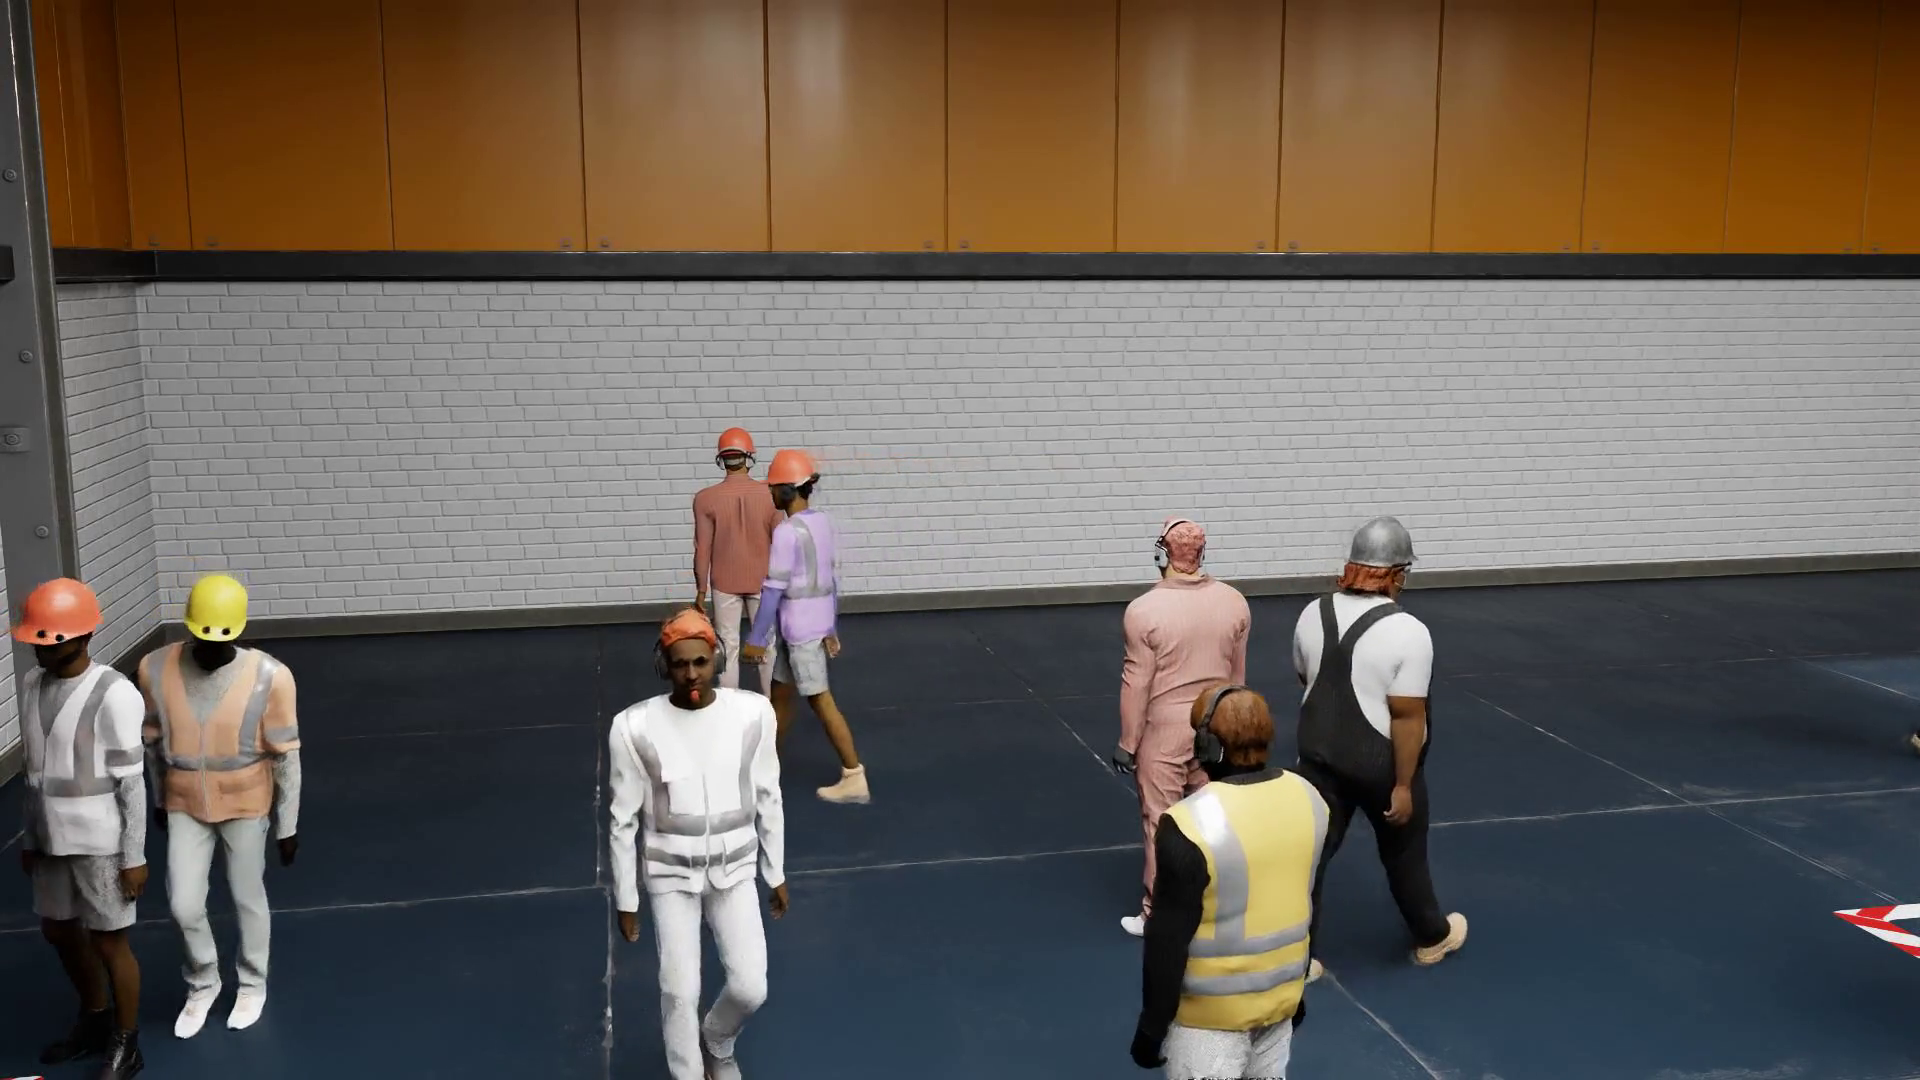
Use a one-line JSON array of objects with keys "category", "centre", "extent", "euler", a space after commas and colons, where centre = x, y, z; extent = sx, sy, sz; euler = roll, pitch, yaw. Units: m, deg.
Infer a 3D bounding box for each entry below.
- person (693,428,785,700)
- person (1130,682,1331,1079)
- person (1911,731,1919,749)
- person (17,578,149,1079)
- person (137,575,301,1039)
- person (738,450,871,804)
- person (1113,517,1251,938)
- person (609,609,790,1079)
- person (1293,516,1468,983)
[{"category": "person", "centre": [-1.401, 0.278, 10.639], "extent": [0.609, 1.988, 0.392], "euler": [-3, 10, -18]}, {"category": "person", "centre": [0.773, 1.321, 4.792], "extent": [0.637, 1.833, 0.432], "euler": [-7, 12, -37]}, {"category": "person", "centre": [6.240, 0.457, 9.792], "extent": [0.612, 1.923, 1.021], "euler": [-9, 13, -43]}, {"category": "person", "centre": [-3.206, 1.069, 6.073], "extent": [0.664, 1.915, 0.489], "euler": [4, 10, 24]}, {"category": "person", "centre": [-2.842, 1.032, 6.410], "extent": [0.625, 1.866, 0.633], "euler": [-1, 9, -6]}, {"category": "person", "centre": [-0.956, 0.490, 9.363], "extent": [1.032, 1.986, 0.615], "euler": [2, 10, 12]}, {"category": "person", "centre": [0.965, 0.846, 7.426], "extent": [0.639, 1.910, 0.407], "euler": [-5, 10, -26]}, {"category": "person", "centre": [-0.888, 1.153, 5.666], "extent": [0.609, 1.869, 0.459], "euler": [-3, 10, -19]}, {"category": "person", "centre": [1.716, 0.852, 6.986], "extent": [1.064, 2.000, 0.698], "euler": [-7, 12, -37]}]
